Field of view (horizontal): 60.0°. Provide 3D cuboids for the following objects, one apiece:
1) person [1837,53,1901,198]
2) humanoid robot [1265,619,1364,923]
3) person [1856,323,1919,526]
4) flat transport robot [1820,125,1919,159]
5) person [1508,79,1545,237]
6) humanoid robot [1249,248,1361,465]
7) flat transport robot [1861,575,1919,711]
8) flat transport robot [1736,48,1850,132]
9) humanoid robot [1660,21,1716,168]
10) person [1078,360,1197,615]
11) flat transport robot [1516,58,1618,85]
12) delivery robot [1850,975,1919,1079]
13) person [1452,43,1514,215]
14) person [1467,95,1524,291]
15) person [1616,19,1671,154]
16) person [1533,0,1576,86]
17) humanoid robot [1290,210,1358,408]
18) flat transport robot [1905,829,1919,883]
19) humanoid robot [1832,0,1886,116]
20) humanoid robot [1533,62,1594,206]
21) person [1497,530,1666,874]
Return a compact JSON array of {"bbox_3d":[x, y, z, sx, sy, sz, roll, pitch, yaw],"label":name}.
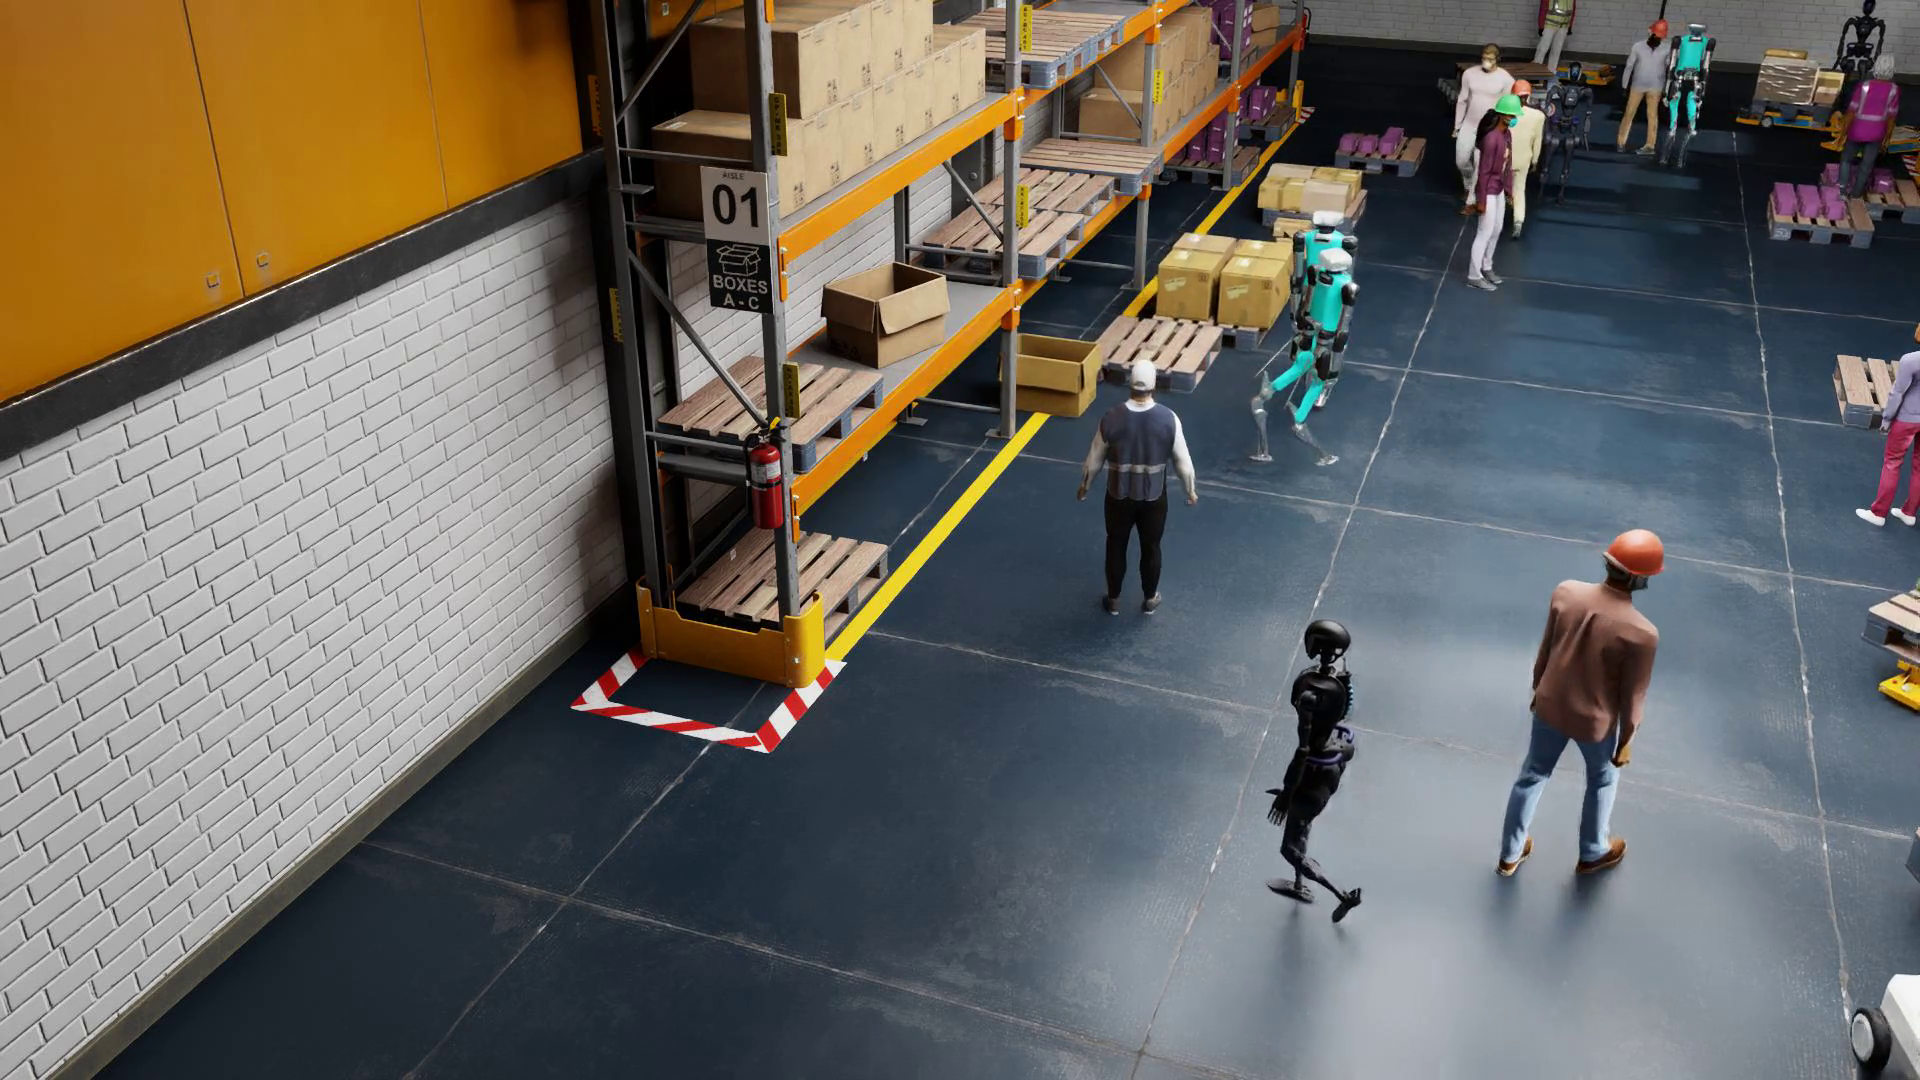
[{"bbox_3d":[10.383,-4.651,19.057,0.543,1.835,0.432,12,30,22],"label":"person"},{"bbox_3d":[1.784,1.115,8.054,0.481,1.639,0.595,15,31,27],"label":"humanoid robot"},{"bbox_3d":[6.850,-0.860,11.935,0.498,1.629,0.288,-3,27,-5],"label":"person"},{"bbox_3d":[12.162,-5.241,21.917,1.431,0.231,0.659,-9,29,-18],"label":"flat transport robot"},{"bbox_3d":[6.064,-4.178,18.251,0.581,1.730,0.640,0,27,0],"label":"person"},{"bbox_3d":[2.586,-1.341,12.806,0.864,1.791,0.595,-13,30,-23],"label":"humanoid robot"},{"bbox_3d":[6.365,0.816,10.168,1.431,0.231,0.659,-15,31,-27],"label":"flat transport robot"},{"bbox_3d":[11.624,-5.873,23.142,1.431,0.231,0.659,15,31,27],"label":"flat transport robot"},{"bbox_3d":[9.176,-5.558,20.971,0.538,1.805,0.775,4,27,7],"label":"humanoid robot"},{"bbox_3d":[1.147,-0.324,10.755,0.773,1.758,0.444,3,27,6],"label":"person"},{"bbox_3d":[9.447,-7.308,25.926,1.431,0.231,0.659,17,32,30],"label":"flat transport robot"},{"bbox_3d":[4.237,2.222,7.147,0.499,0.612,0.805,2,27,5],"label":"delivery robot"},{"bbox_3d":[5.989,-4.748,19.160,0.630,1.924,0.563,19,33,32],"label":"person"},{"bbox_3d":[5.354,-3.508,16.739,0.466,1.941,0.499,18,32,30],"label":"person"},{"bbox_3d":[8.893,-5.887,21.587,0.602,1.724,0.421,10,29,19],"label":"person"},{"bbox_3d":[9.000,-7.770,25.122,0.623,1.838,0.431,-10,29,-18],"label":"person"},{"bbox_3d":[3.037,-1.864,13.877,0.547,1.900,0.730,12,30,22],"label":"humanoid robot"},{"bbox_3d":[5.352,1.942,7.983,0.659,0.231,1.431,-1,27,-1],"label":"flat transport robot"},{"bbox_3d":[12.614,-6.769,23.352,0.586,1.635,0.497,12,30,22],"label":"humanoid robot"},{"bbox_3d":[7.035,-4.723,19.360,0.599,1.657,0.315,5,28,9],"label":"humanoid robot"},{"bbox_3d":[3.137,0.842,8.293,0.682,1.959,0.613,-20,33,-33],"label":"person"}]
